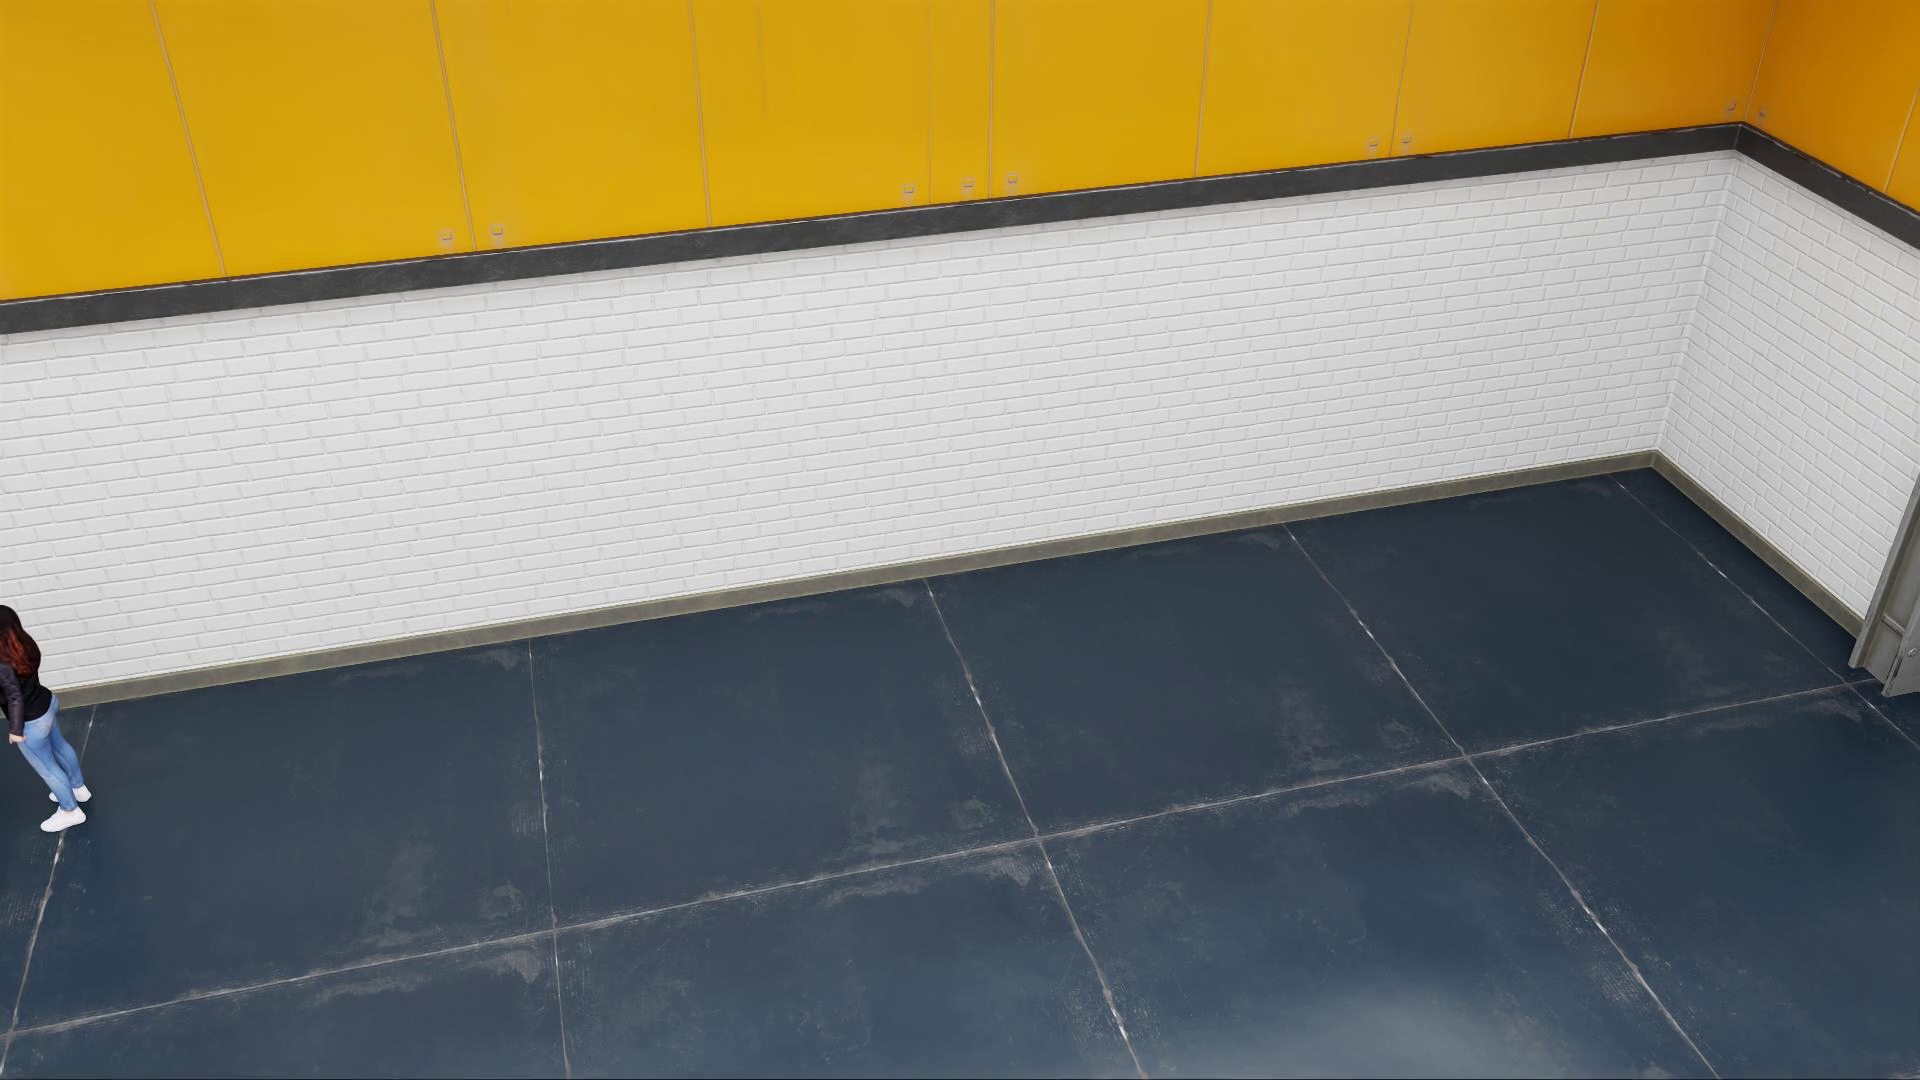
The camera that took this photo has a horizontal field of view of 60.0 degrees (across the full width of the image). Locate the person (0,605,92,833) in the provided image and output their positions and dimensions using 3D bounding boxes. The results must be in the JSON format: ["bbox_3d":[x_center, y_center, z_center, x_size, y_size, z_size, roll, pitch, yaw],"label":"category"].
[{"bbox_3d":[-5.714,1.066,10.235,0.694,1.632,0.497,-7,34,-10],"label":"person"}]
